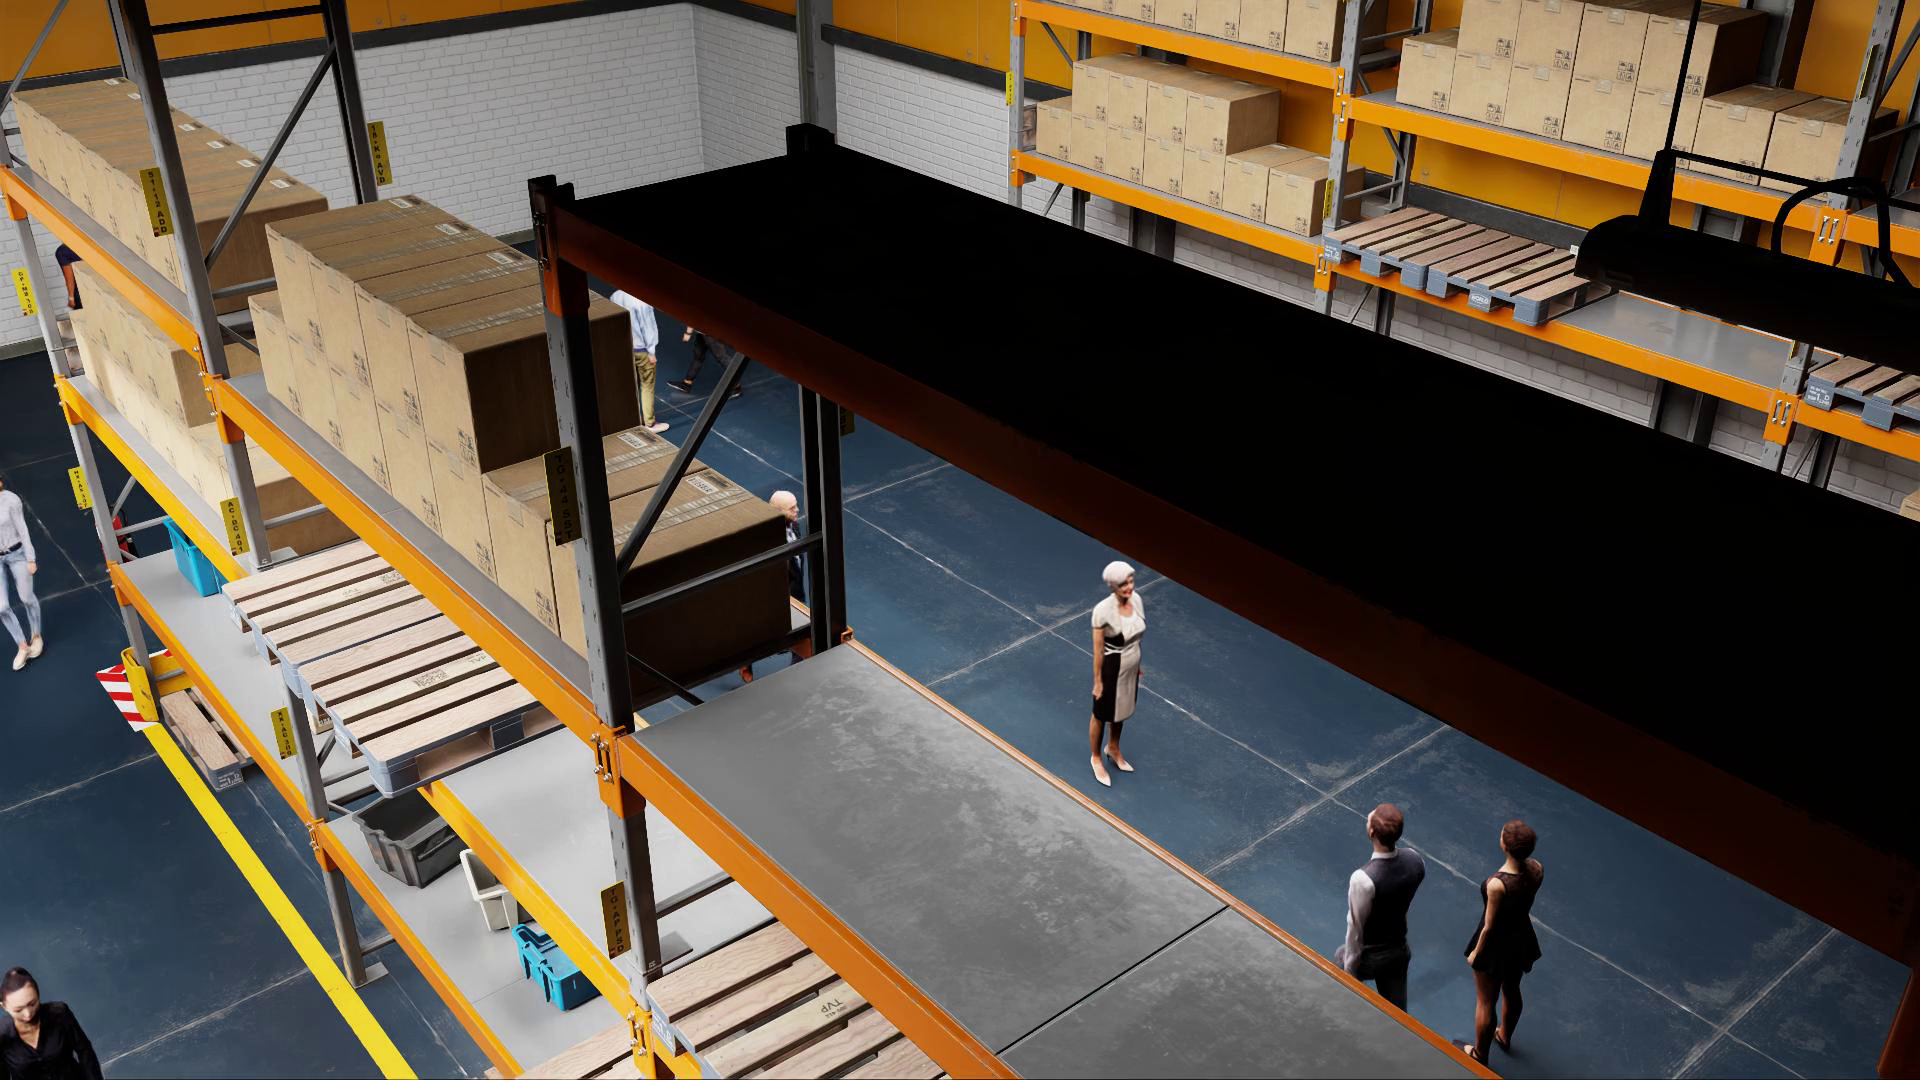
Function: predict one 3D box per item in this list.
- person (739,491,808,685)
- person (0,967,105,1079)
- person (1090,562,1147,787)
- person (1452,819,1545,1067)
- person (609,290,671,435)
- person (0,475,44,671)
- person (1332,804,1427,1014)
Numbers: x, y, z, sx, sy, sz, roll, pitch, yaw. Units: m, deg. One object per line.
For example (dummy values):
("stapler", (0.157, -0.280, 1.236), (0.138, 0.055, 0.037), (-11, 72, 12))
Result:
("person", (-1.418, 0.417, 12.805), (1.119, 1.783, 0.971), (10, 30, 18))
("person", (-4.633, 2.834, 8.509), (0.590, 1.655, 1.033), (-22, 35, -34))
("person", (1.107, 0.933, 11.889), (0.637, 1.756, 0.524), (-23, 36, -36))
("person", (3.097, 2.289, 9.486), (0.603, 1.677, 0.595), (-17, 33, -28))
("person", (-3.330, -1.973, 17.158), (0.559, 1.812, 0.771), (22, 36, 34))
("person", (-7.609, 0.126, 13.343), (0.780, 1.779, 0.849), (-6, 29, -10))
("person", (2.364, 2.338, 9.166), (0.894, 1.896, 1.327), (-13, 31, -23))
